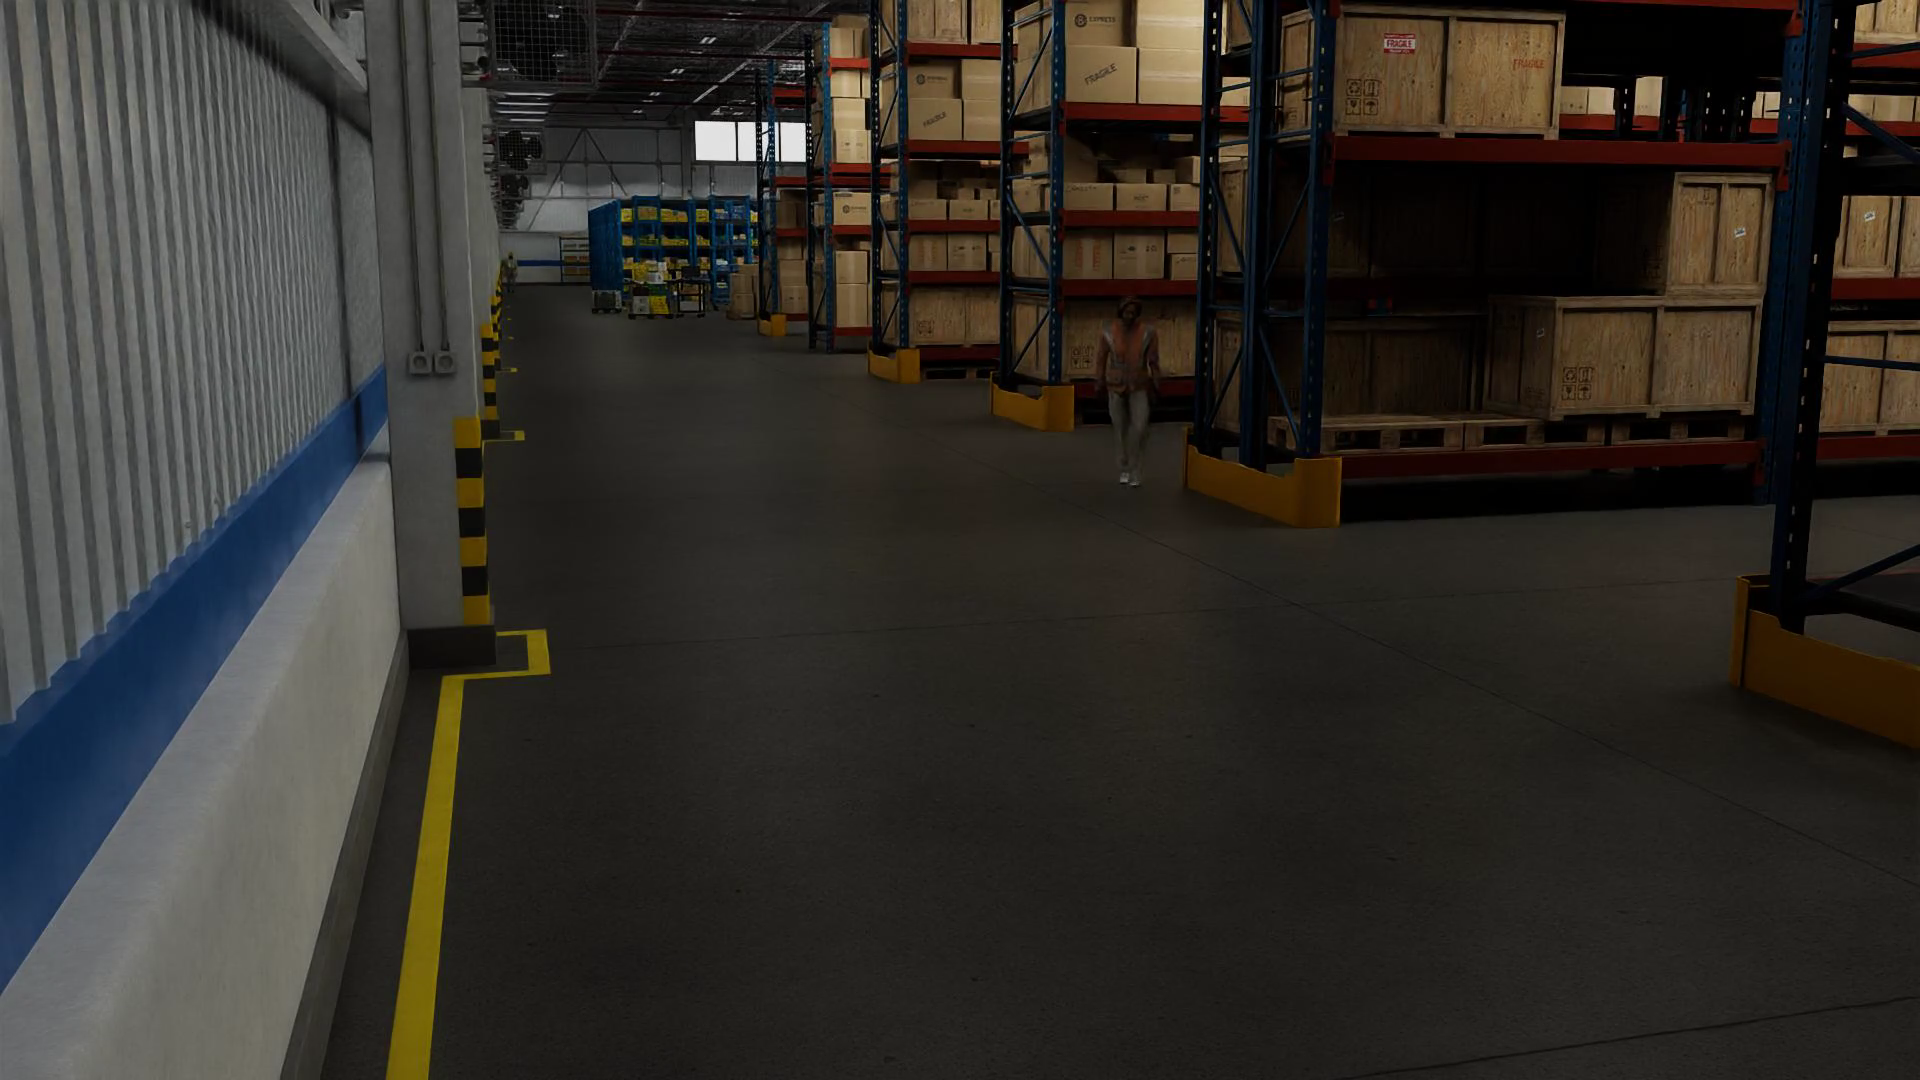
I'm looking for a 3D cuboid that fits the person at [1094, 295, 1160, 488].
[{"bbox_3d":[1.401,-1.243,13.973,0.555,1.602,0.713,1,10,7],"label":"person"}]

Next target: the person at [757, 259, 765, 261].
[{"bbox_3d":[-6.651,-8.596,55.385,0.912,1.694,0.572,8,13,38],"label":"person"}]

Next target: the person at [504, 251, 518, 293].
[{"bbox_3d":[-19.555,-11.675,72.502,0.588,1.809,0.491,-5,11,-26],"label":"person"}]
